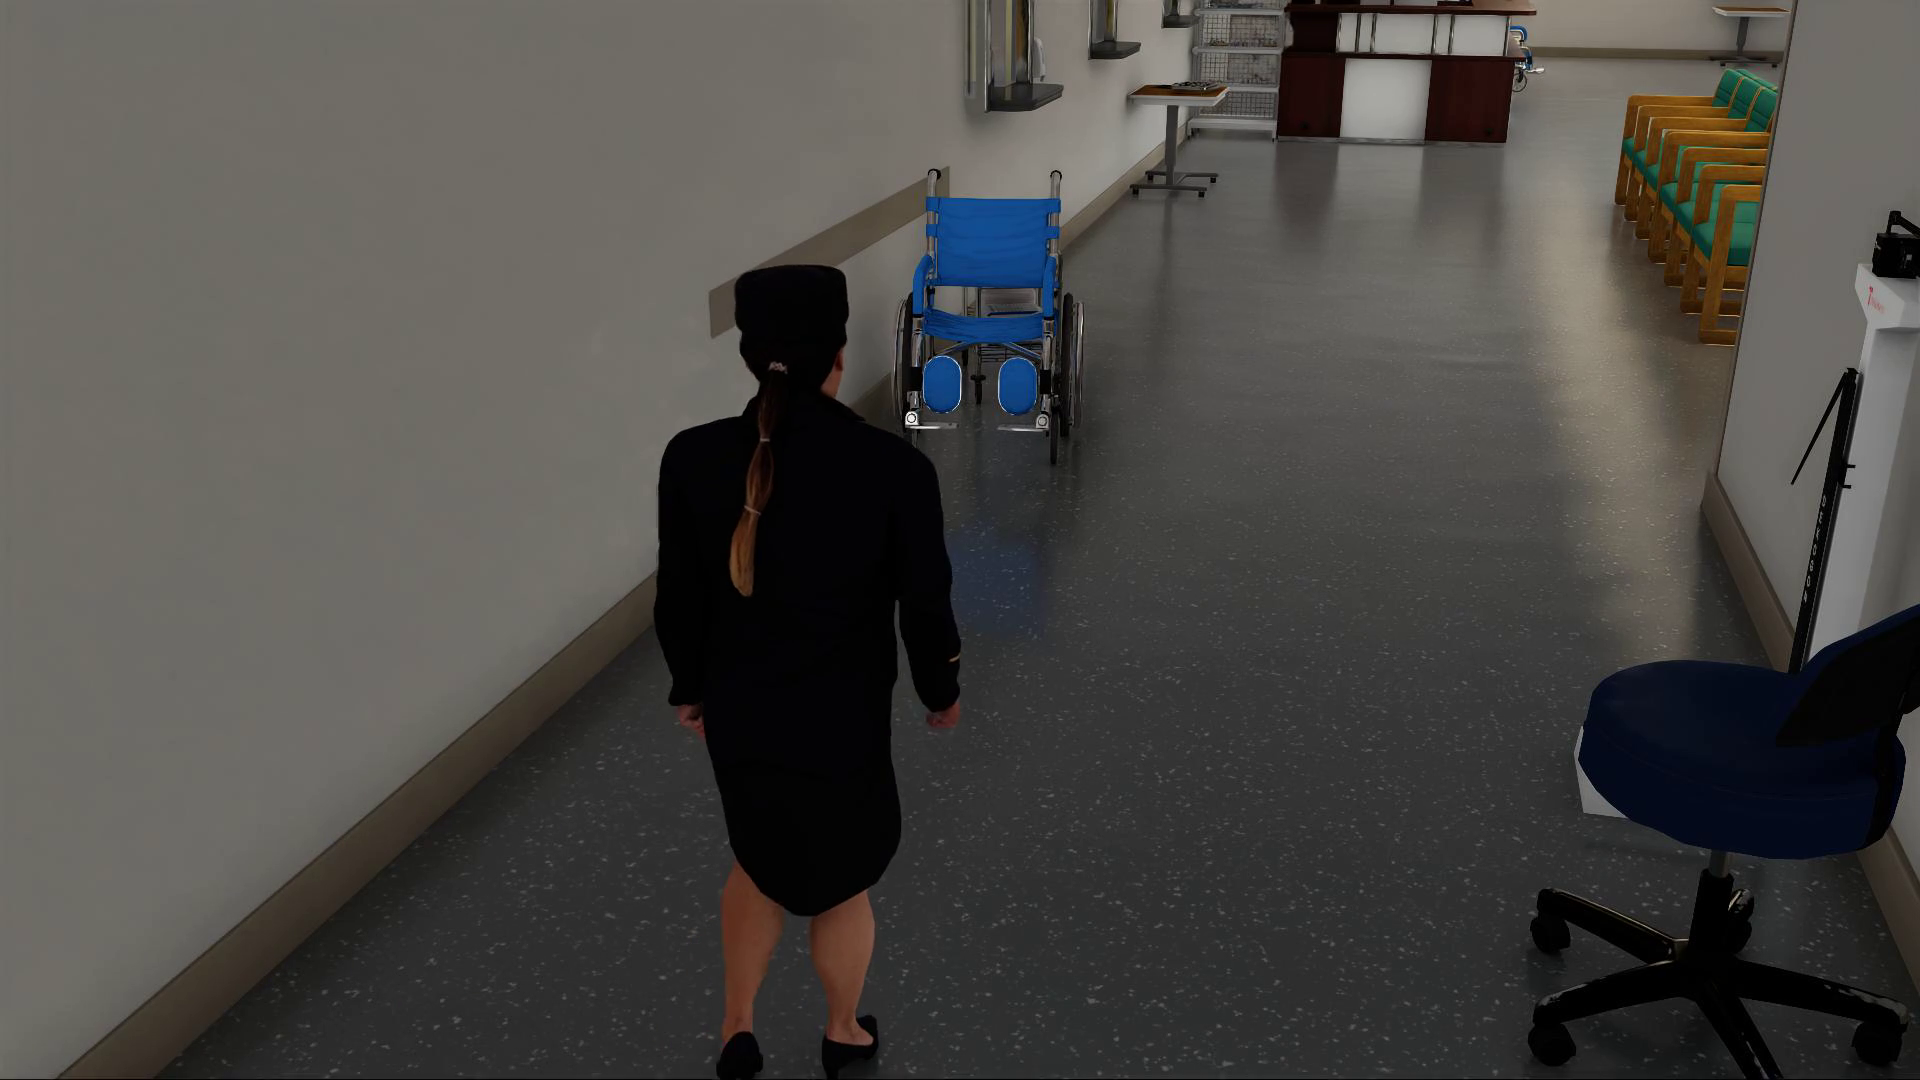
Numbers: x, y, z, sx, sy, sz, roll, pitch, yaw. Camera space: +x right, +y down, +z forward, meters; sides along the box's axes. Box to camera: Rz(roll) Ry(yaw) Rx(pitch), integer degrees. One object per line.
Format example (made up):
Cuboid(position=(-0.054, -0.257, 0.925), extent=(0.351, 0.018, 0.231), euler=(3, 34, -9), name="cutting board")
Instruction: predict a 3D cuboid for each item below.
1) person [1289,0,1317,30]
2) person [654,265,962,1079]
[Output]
Cuboid(position=(4.617, -7.151, 22.755), extent=(0.729, 1.715, 0.723), euler=(-4, 21, -10), name="person")
Cuboid(position=(-0.299, 0.342, 3.034), extent=(0.557, 1.671, 0.747), euler=(5, 21, 14), name="person")
